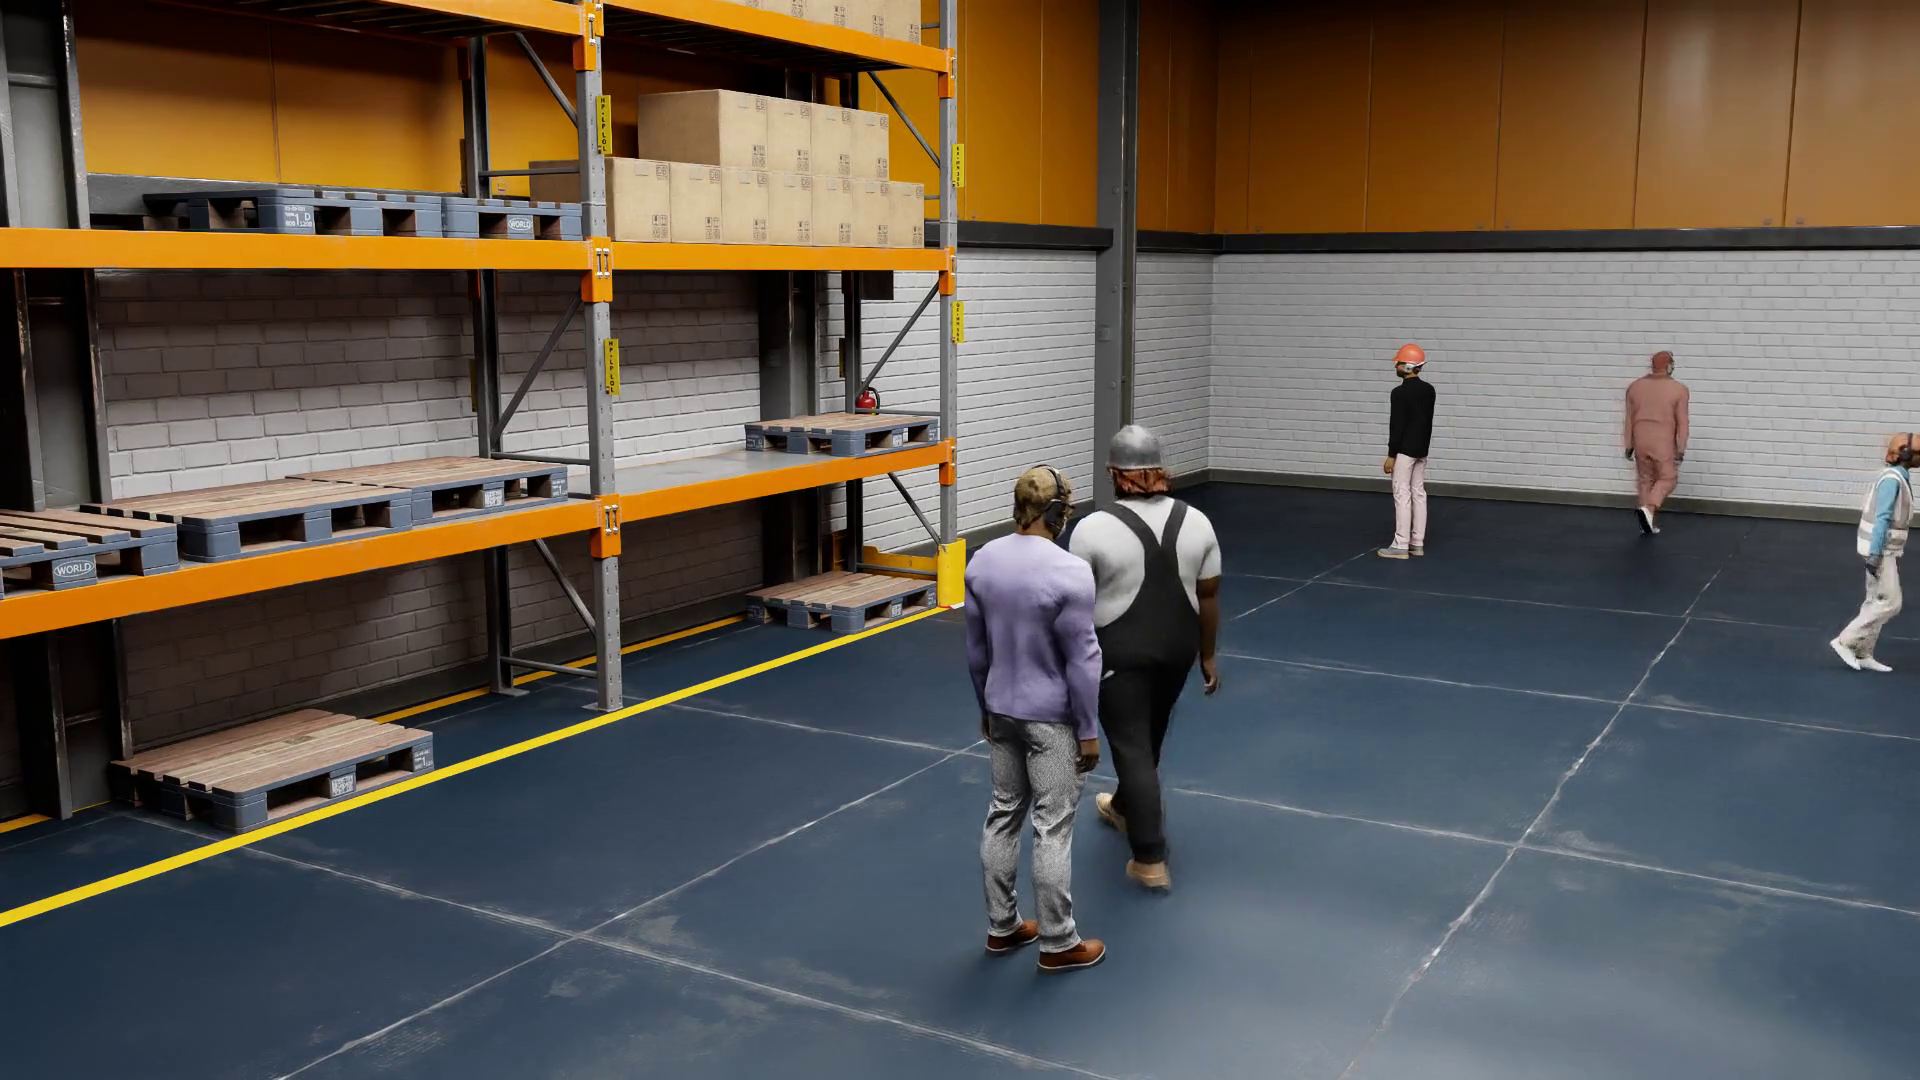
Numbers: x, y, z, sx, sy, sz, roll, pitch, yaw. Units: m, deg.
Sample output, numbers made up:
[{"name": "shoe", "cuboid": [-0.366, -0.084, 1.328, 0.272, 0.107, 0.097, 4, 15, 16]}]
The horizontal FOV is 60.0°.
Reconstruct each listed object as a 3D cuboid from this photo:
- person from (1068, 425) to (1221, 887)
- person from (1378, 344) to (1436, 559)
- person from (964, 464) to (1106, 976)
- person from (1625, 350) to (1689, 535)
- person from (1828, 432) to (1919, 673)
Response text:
[{"name": "person", "cuboid": [0.776, 0.448, 7.425, 0.706, 2.000, 1.039, -4, 10, -21]}, {"name": "person", "cuboid": [4.171, -0.823, 15.492, 0.620, 1.996, 0.372, -8, 12, -42]}, {"name": "person", "cuboid": [0.290, 0.678, 6.328, 0.628, 1.935, 0.373, 9, 13, 44]}, {"name": "person", "cuboid": [6.960, -0.958, 16.690, 0.616, 1.890, 0.647, -8, 12, -42]}, {"name": "person", "cuboid": [6.084, 0.090, 10.968, 0.400, 1.612, 0.537, 6, 11, 34]}]
